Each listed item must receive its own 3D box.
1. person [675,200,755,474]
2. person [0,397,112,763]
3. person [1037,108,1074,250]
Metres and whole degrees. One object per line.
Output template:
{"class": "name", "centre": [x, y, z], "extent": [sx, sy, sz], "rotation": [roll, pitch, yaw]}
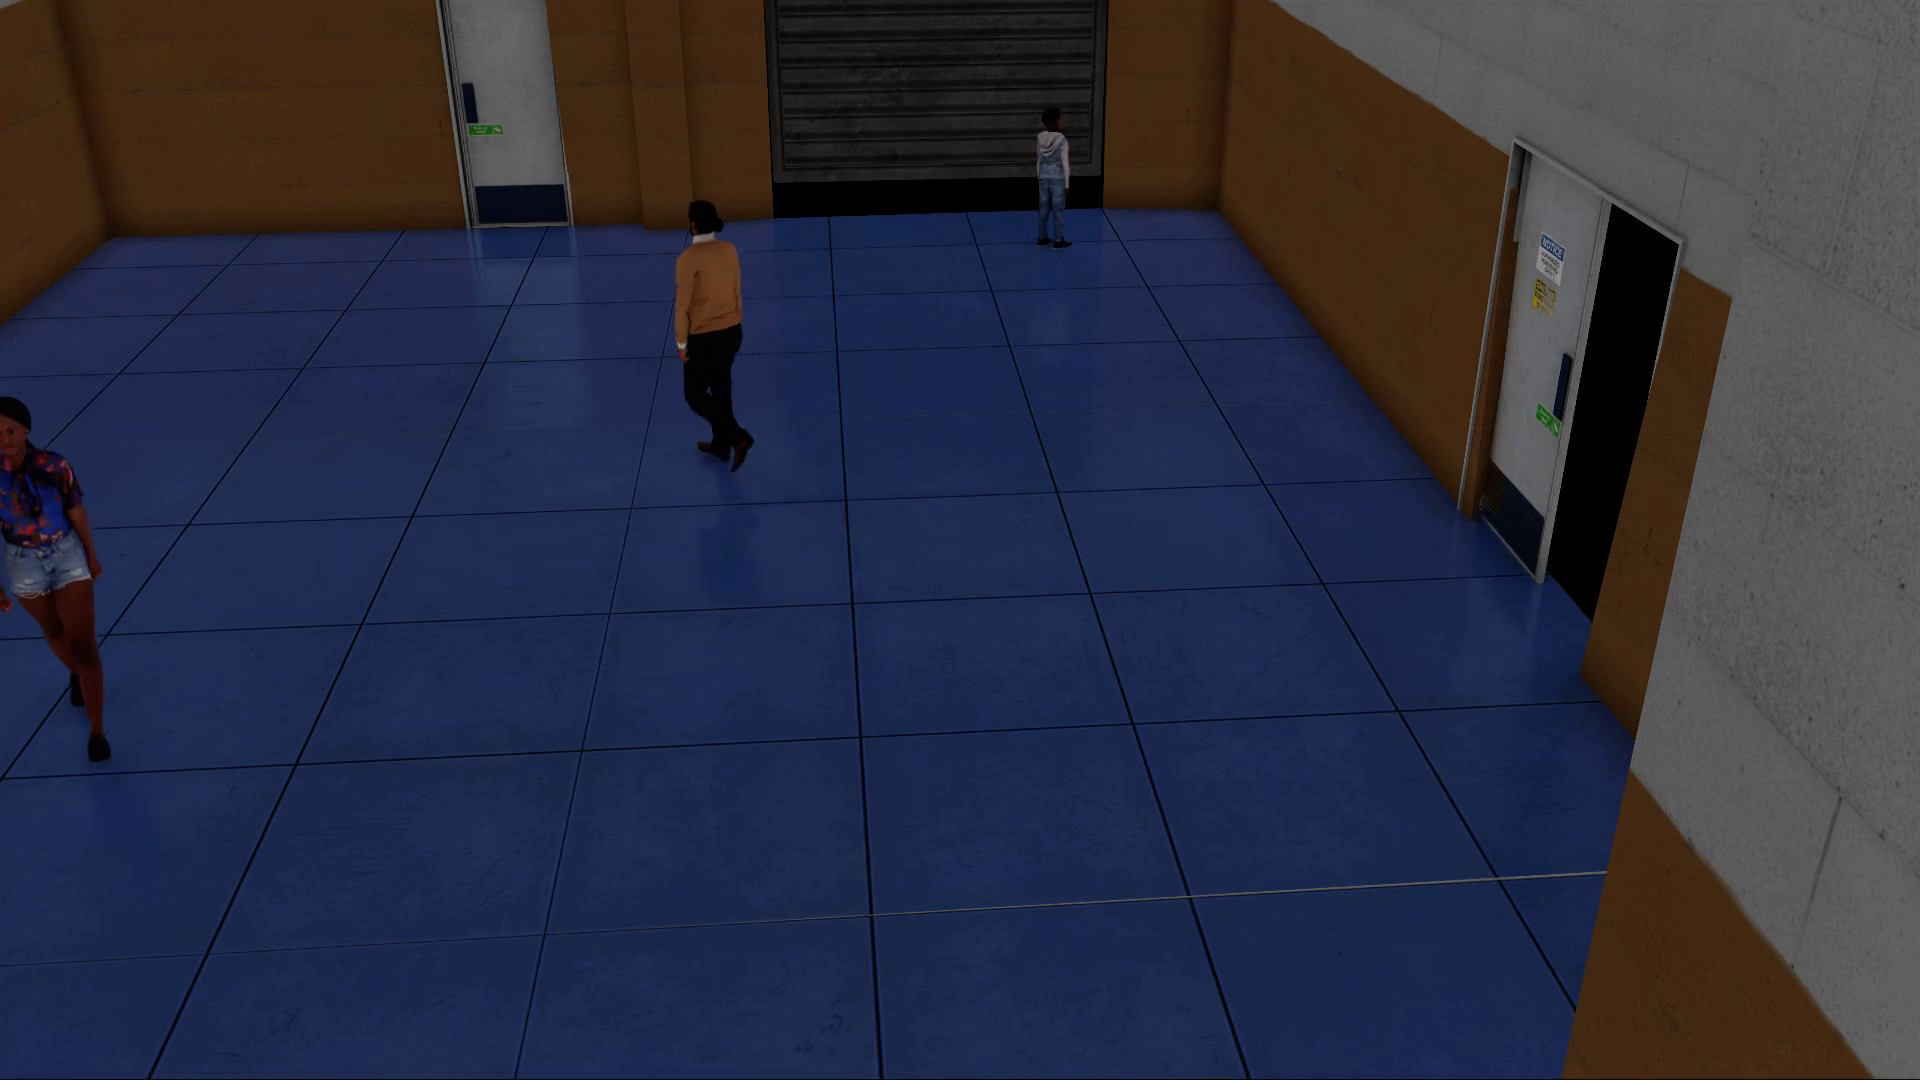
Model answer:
{"class": "person", "centre": [-1.513, -1.253, 10.463], "extent": [1.053, 1.740, 0.989], "rotation": [20, 33, 34]}
{"class": "person", "centre": [-4.266, 0.141, 7.783], "extent": [1.209, 1.684, 0.961], "rotation": [-12, 29, -22]}
{"class": "person", "centre": [0.830, -3.244, 14.928], "extent": [0.560, 1.259, 0.621], "rotation": [20, 33, 34]}
